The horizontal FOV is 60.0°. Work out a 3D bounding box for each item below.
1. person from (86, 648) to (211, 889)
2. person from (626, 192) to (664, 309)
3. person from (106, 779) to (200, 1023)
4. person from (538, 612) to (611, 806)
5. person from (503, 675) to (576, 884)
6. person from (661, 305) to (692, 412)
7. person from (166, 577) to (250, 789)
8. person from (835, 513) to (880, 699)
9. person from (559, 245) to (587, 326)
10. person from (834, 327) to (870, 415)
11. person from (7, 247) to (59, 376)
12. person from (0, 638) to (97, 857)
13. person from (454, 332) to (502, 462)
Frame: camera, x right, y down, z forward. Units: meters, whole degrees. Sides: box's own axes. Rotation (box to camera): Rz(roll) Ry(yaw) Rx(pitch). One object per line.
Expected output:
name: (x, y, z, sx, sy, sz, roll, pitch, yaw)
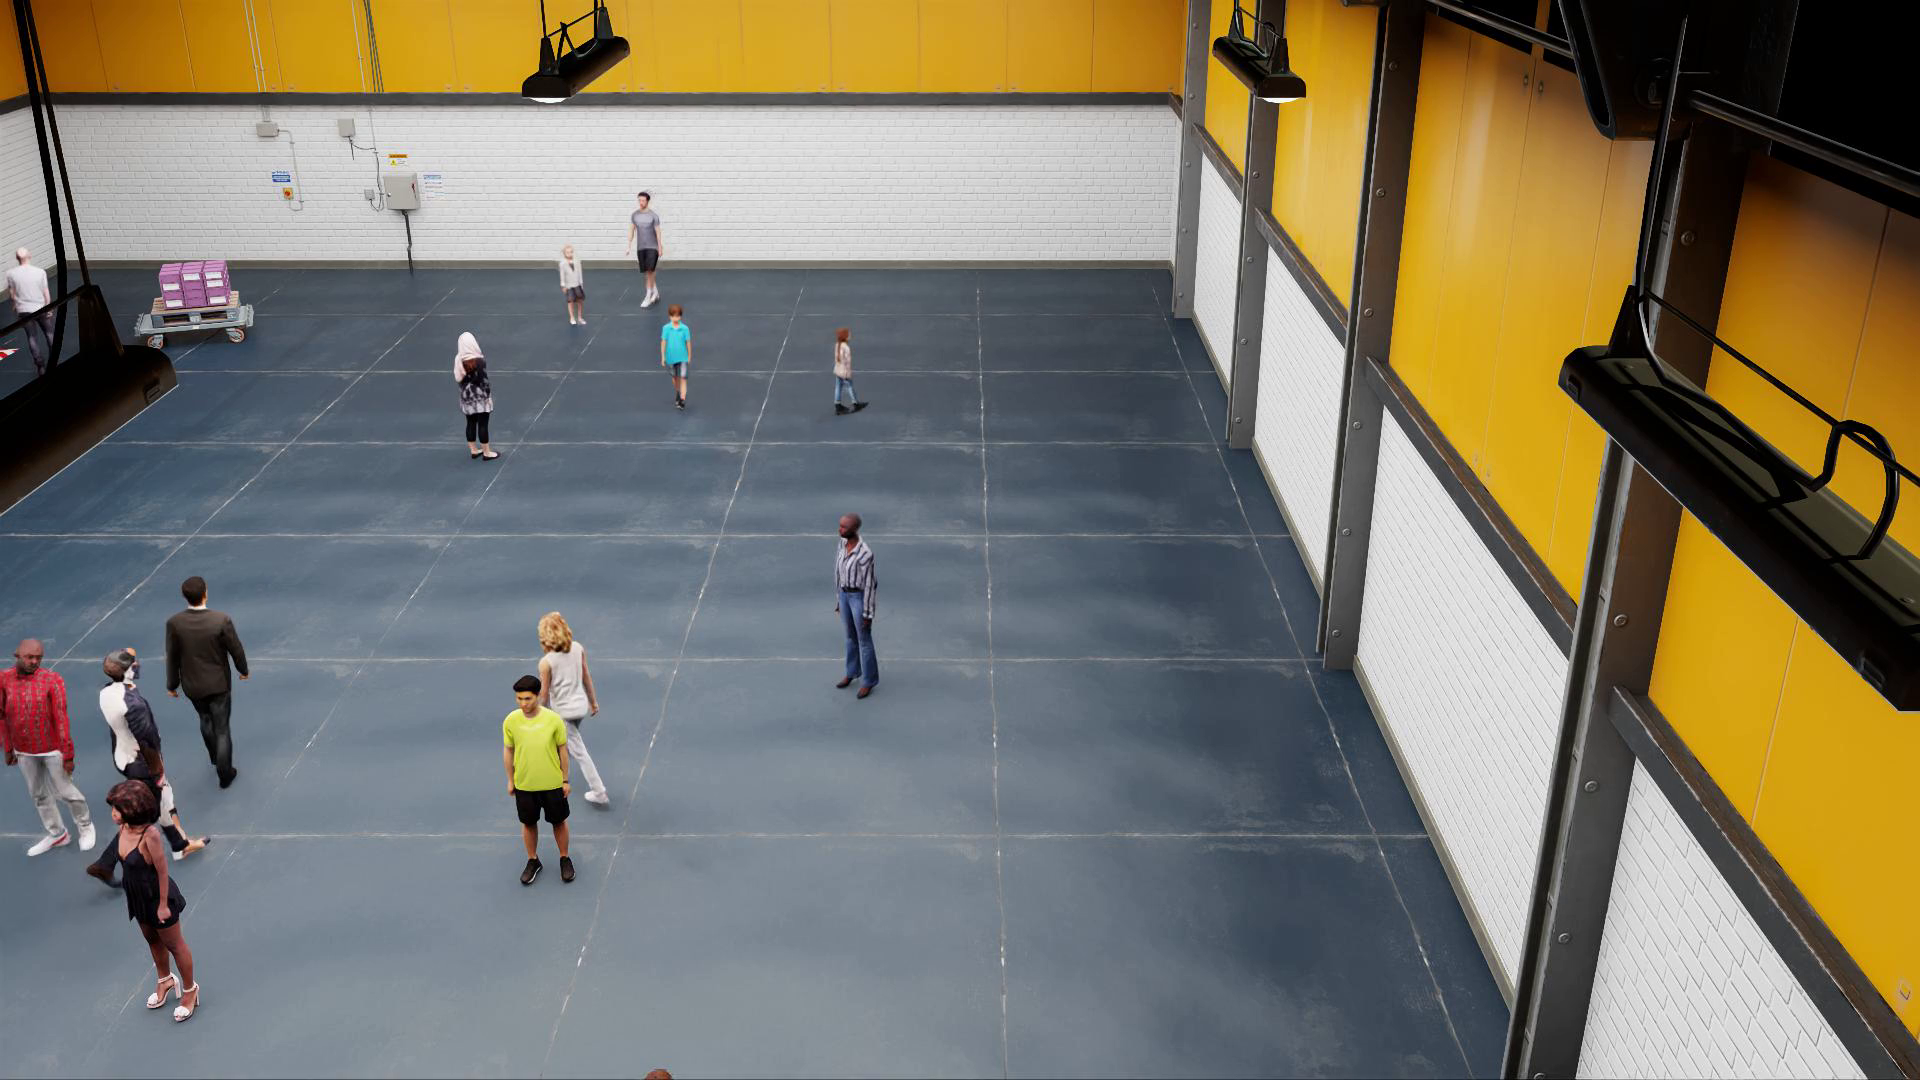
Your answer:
person: (-6.192, 1.710, 12.370, 1.241, 1.862, 1.166, -22, 32, -40)
person: (-5.074, -4.792, 27.263, 0.894, 1.848, 1.094, 10, 25, 21)
person: (-5.323, 2.361, 10.971, 0.642, 1.790, 0.673, 13, 27, 27)
person: (-3.095, 1.400, 13.379, 1.066, 1.621, 1.108, 16, 28, 32)
person: (-3.150, 1.767, 12.430, 0.633, 1.709, 0.548, -2, 24, -5)
person: (-3.836, -2.492, 22.553, 0.538, 1.405, 0.960, 1, 24, 2)
person: (-6.196, 1.202, 13.636, 0.853, 1.778, 0.943, -4, 24, -9)
person: (-0.938, 0.574, 15.055, 0.772, 1.794, 0.697, -20, 30, -37)
person: (-6.137, -4.038, 26.265, 0.639, 1.264, 0.697, -12, 26, -25)
person: (-1.607, -2.258, 22.298, 0.769, 1.181, 0.730, -18, 29, -35)
person: (-13.271, -3.243, 23.781, 1.003, 1.797, 1.189, -12, 26, -26)
person: (-7.074, 1.575, 12.754, 0.731, 1.803, 0.624, 8, 25, 17)
person: (-6.029, -1.791, 20.659, 0.734, 1.638, 0.760, 11, 26, 24)
